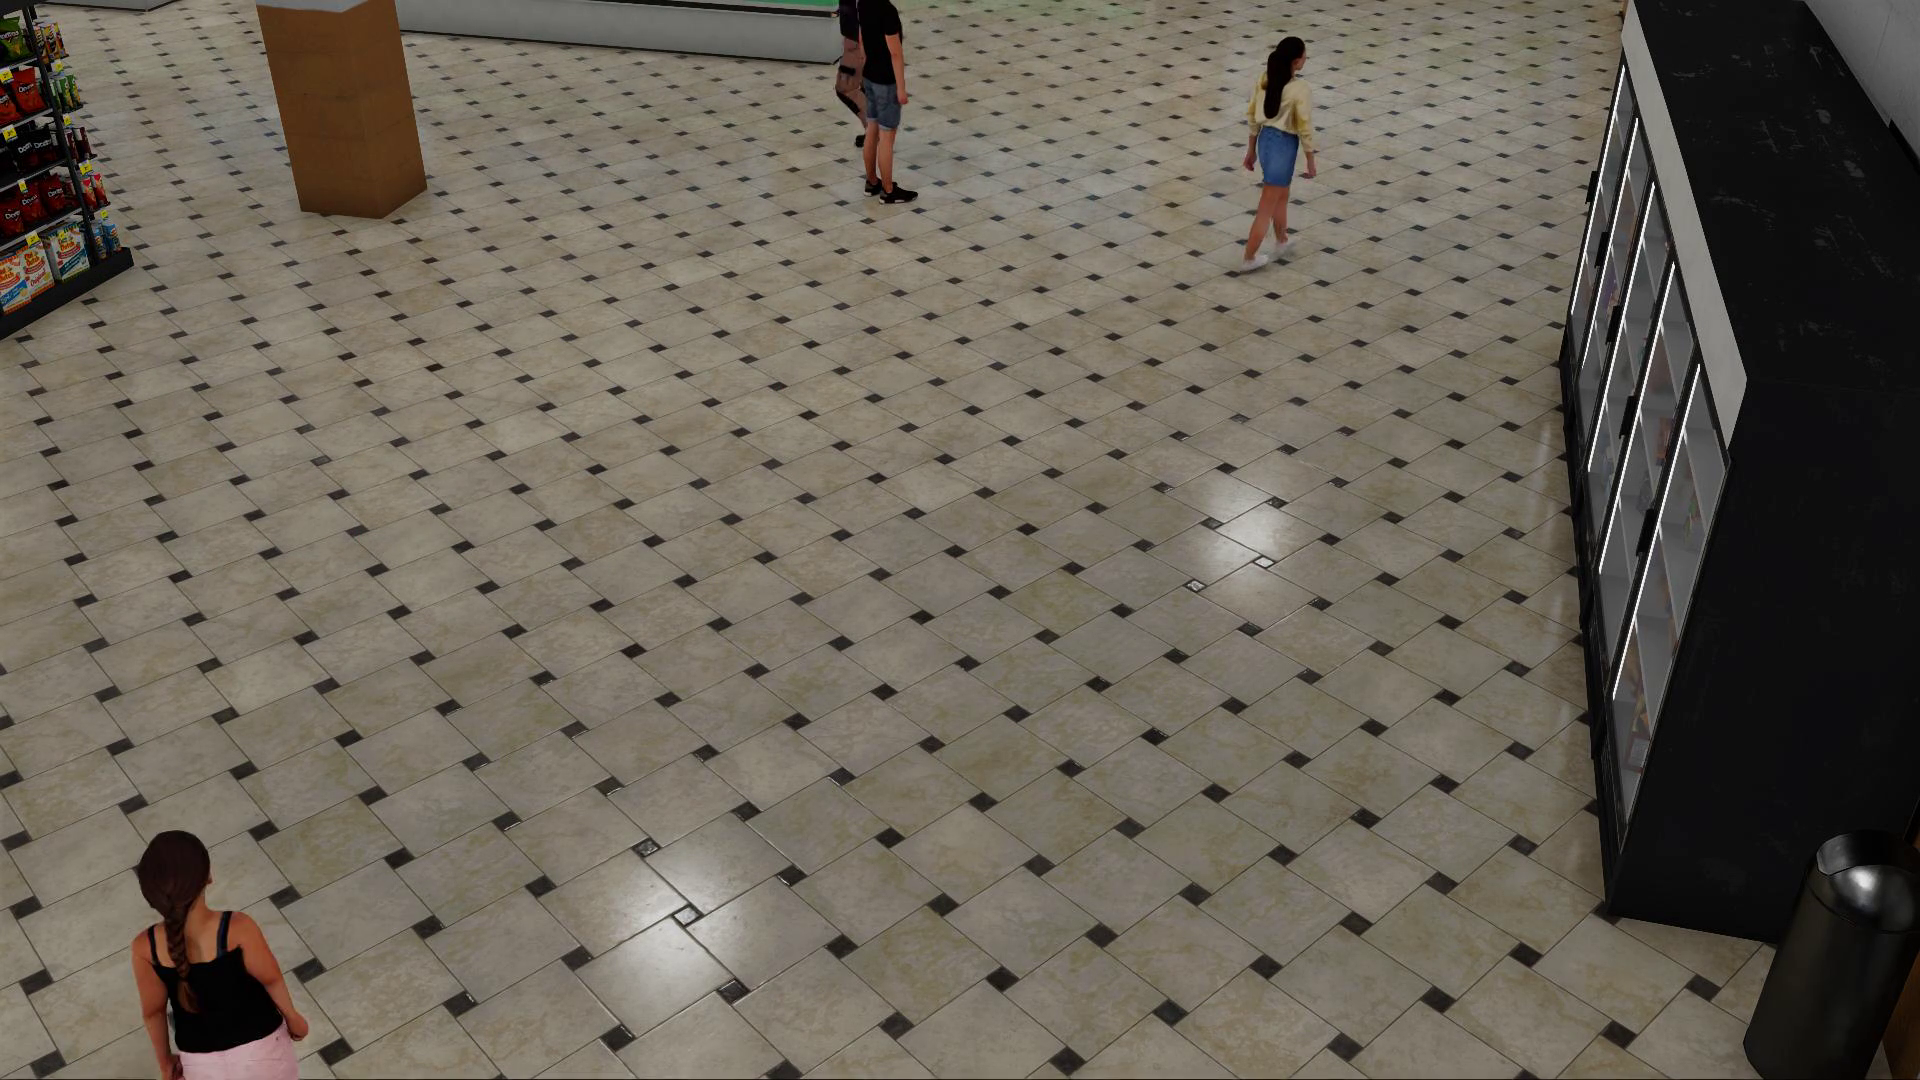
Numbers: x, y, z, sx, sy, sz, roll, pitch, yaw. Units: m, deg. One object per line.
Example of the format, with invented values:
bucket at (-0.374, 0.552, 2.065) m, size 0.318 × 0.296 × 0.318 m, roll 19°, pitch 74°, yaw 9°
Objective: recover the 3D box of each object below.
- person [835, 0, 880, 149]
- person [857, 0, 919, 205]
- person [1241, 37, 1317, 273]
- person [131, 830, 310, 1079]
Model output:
person at (-0.685, -4.090, 13.609) m, size 0.701 × 1.820 × 0.716 m, roll 4°, pitch 32°, yaw 7°
person at (-0.603, -3.495, 12.629) m, size 0.800 × 1.846 × 0.732 m, roll -18°, pitch 36°, yaw -26°
person at (2.121, -2.610, 11.434) m, size 0.988 × 1.606 × 0.959 m, roll -22°, pitch 38°, yaw -31°
person at (-2.115, 1.542, 4.820) m, size 0.841 × 1.544 × 0.824 m, roll -6°, pitch 32°, yaw -9°
